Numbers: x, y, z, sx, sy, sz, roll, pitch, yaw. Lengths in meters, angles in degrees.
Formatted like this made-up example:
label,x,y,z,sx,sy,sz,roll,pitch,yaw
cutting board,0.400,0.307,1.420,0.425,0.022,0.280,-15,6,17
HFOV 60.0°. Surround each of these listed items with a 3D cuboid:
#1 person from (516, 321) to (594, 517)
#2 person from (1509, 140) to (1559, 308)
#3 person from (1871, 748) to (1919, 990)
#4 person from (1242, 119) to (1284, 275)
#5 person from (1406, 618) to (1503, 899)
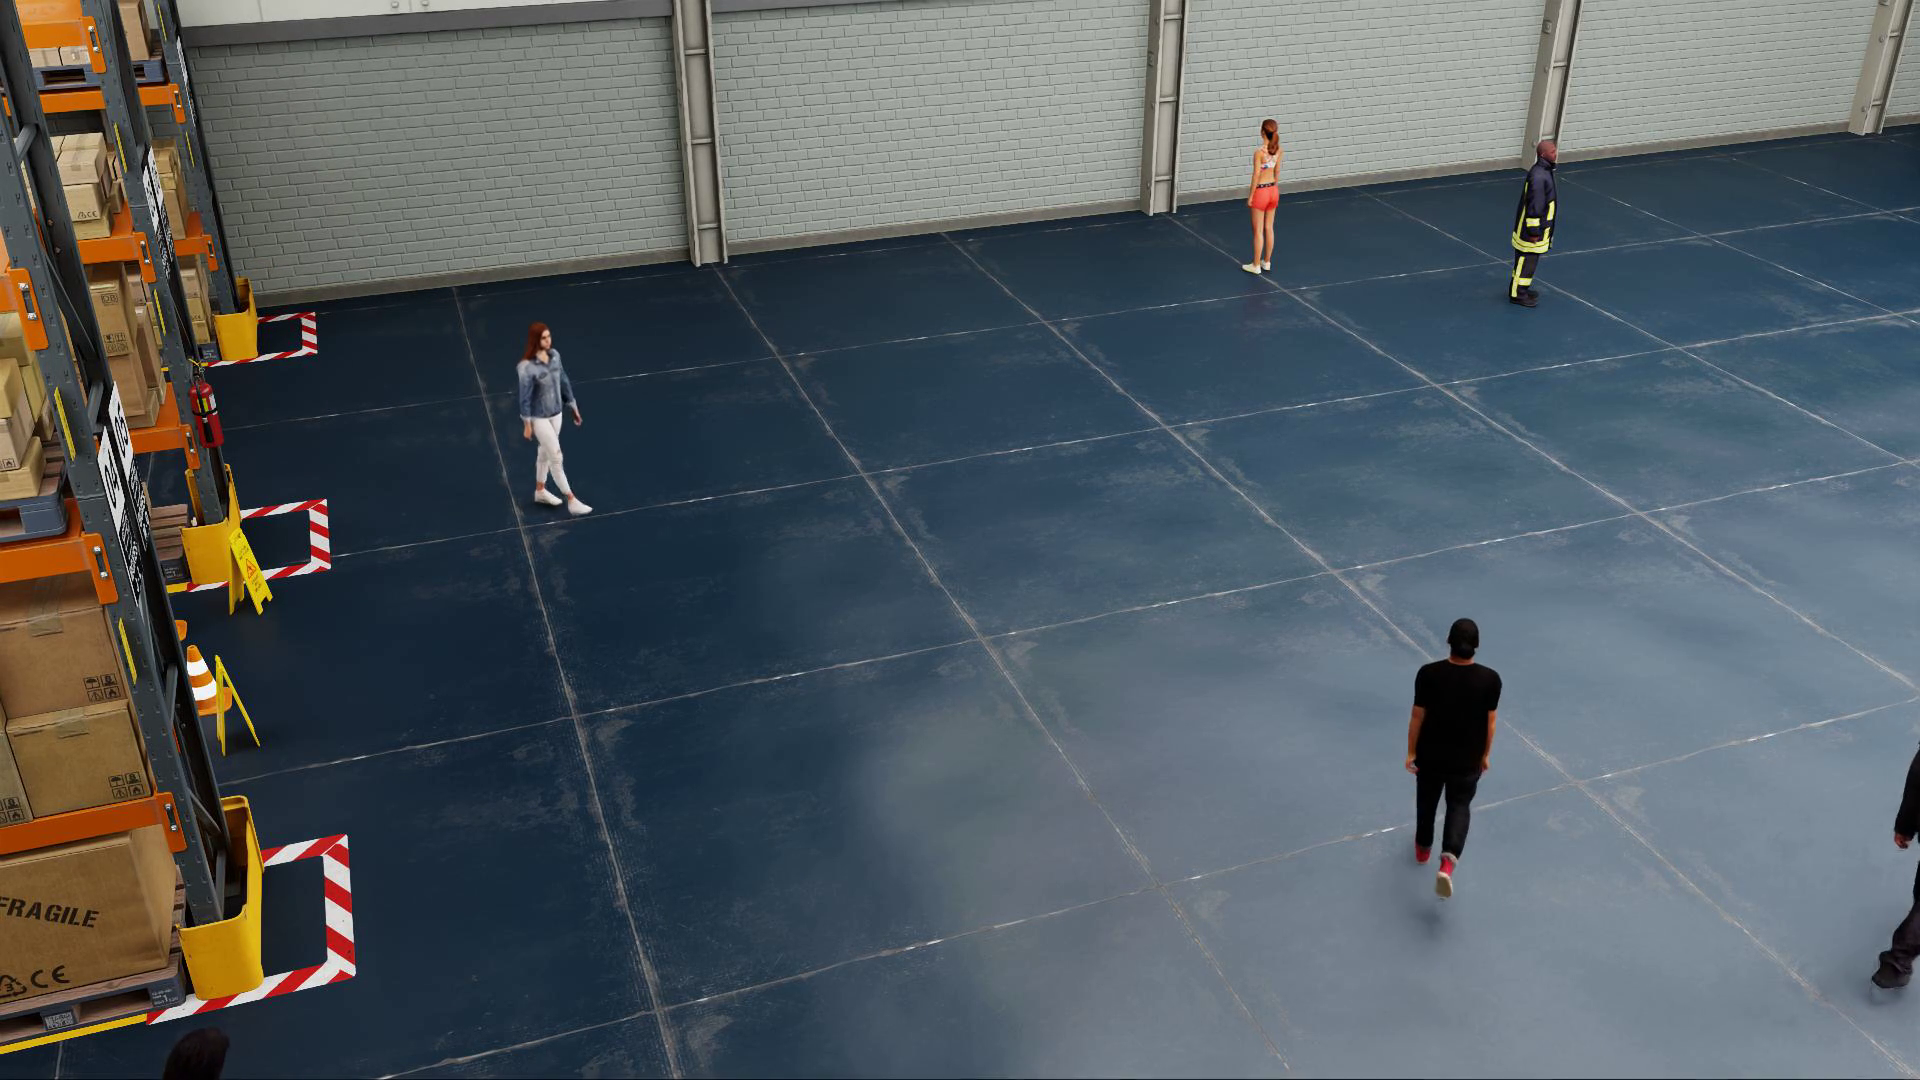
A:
label,x,y,z,sx,sy,sz,roll,pitch,yaw
person,-3.536,-1.033,13.915,1.036,1.677,0.991,14,31,24
person,6.368,-3.537,18.462,0.906,1.823,0.860,10,30,19
person,5.240,1.603,8.848,1.297,1.787,0.902,-18,33,-30
person,3.548,-4.002,19.369,0.567,1.792,0.689,-17,32,-28
person,2.809,1.262,9.534,1.026,1.745,1.031,8,29,14
